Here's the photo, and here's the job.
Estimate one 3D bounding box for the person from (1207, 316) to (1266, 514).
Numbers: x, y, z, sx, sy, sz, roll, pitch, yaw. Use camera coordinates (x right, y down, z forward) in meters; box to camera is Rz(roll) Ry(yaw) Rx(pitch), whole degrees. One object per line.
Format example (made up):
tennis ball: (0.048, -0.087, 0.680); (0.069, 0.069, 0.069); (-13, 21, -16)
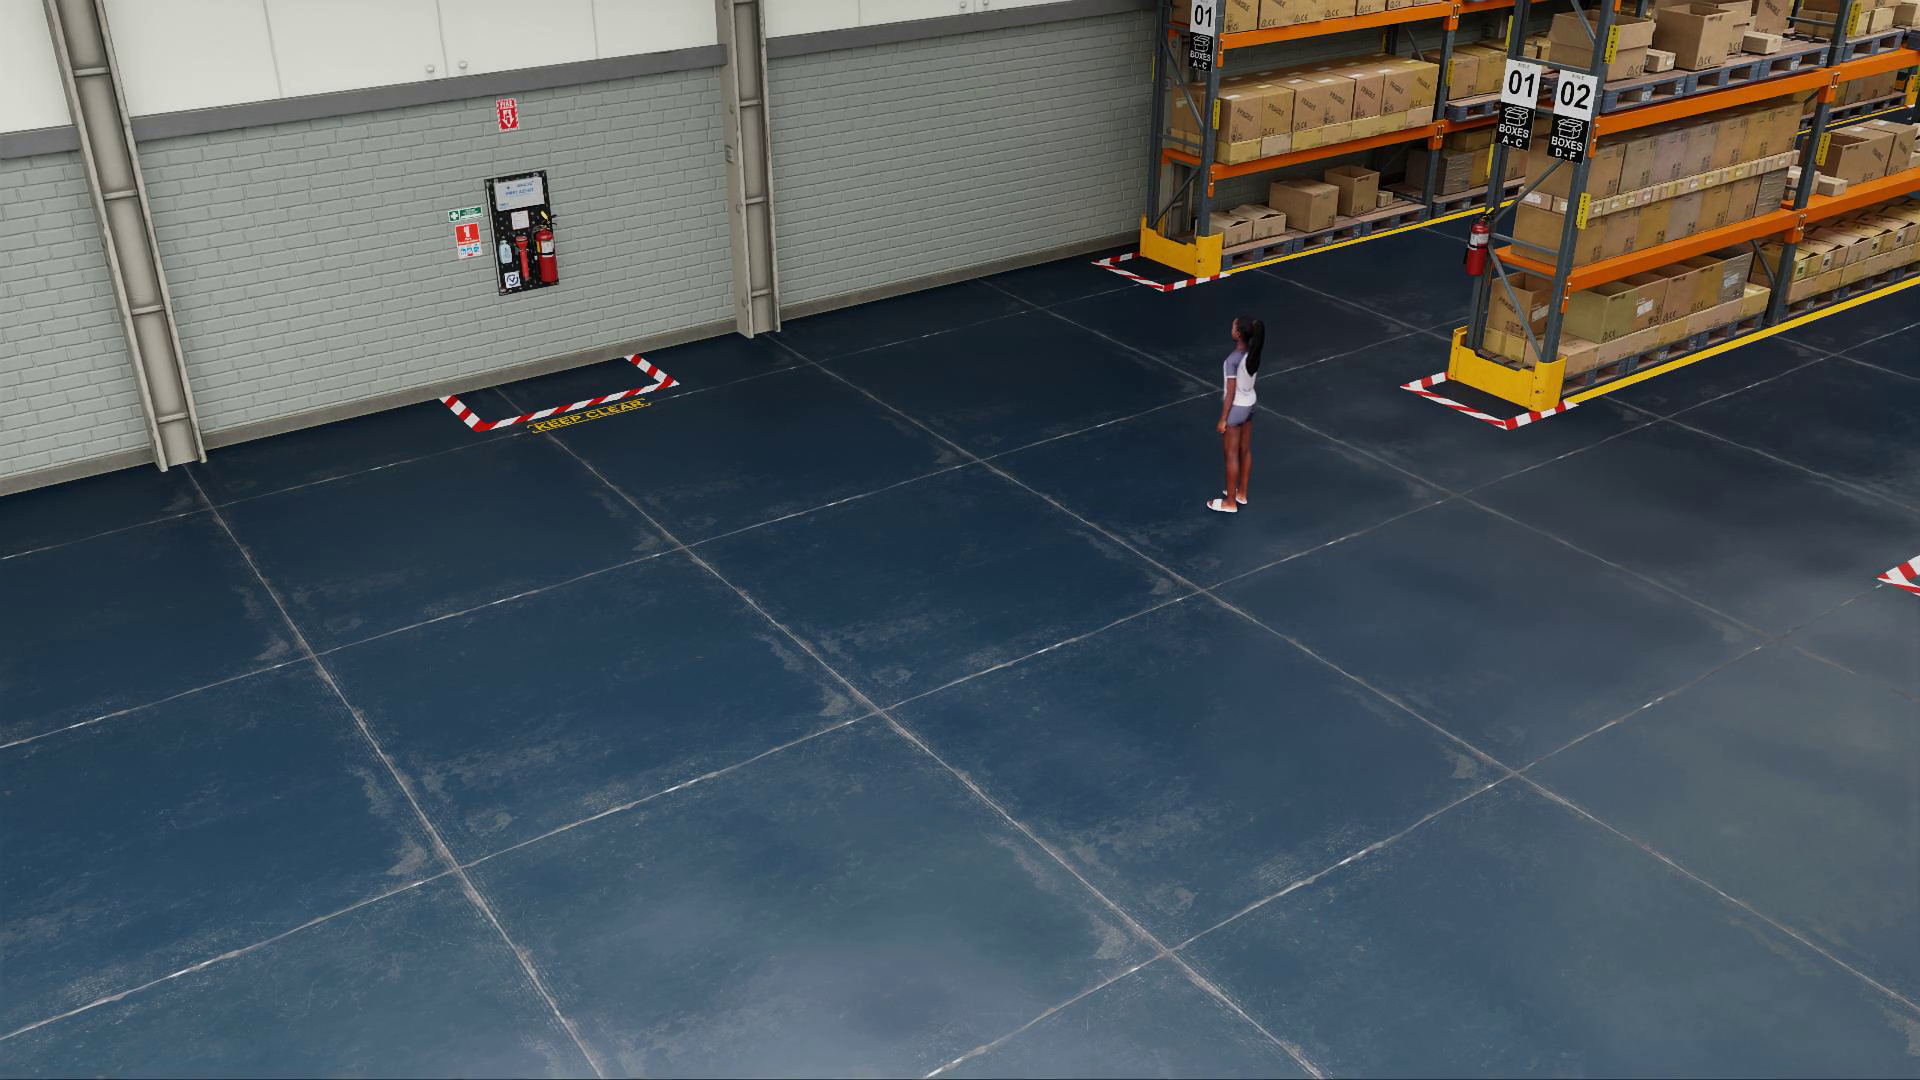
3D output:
person: (2.338, -1.068, 13.993); (0.734, 1.718, 0.594); (19, 33, 33)
